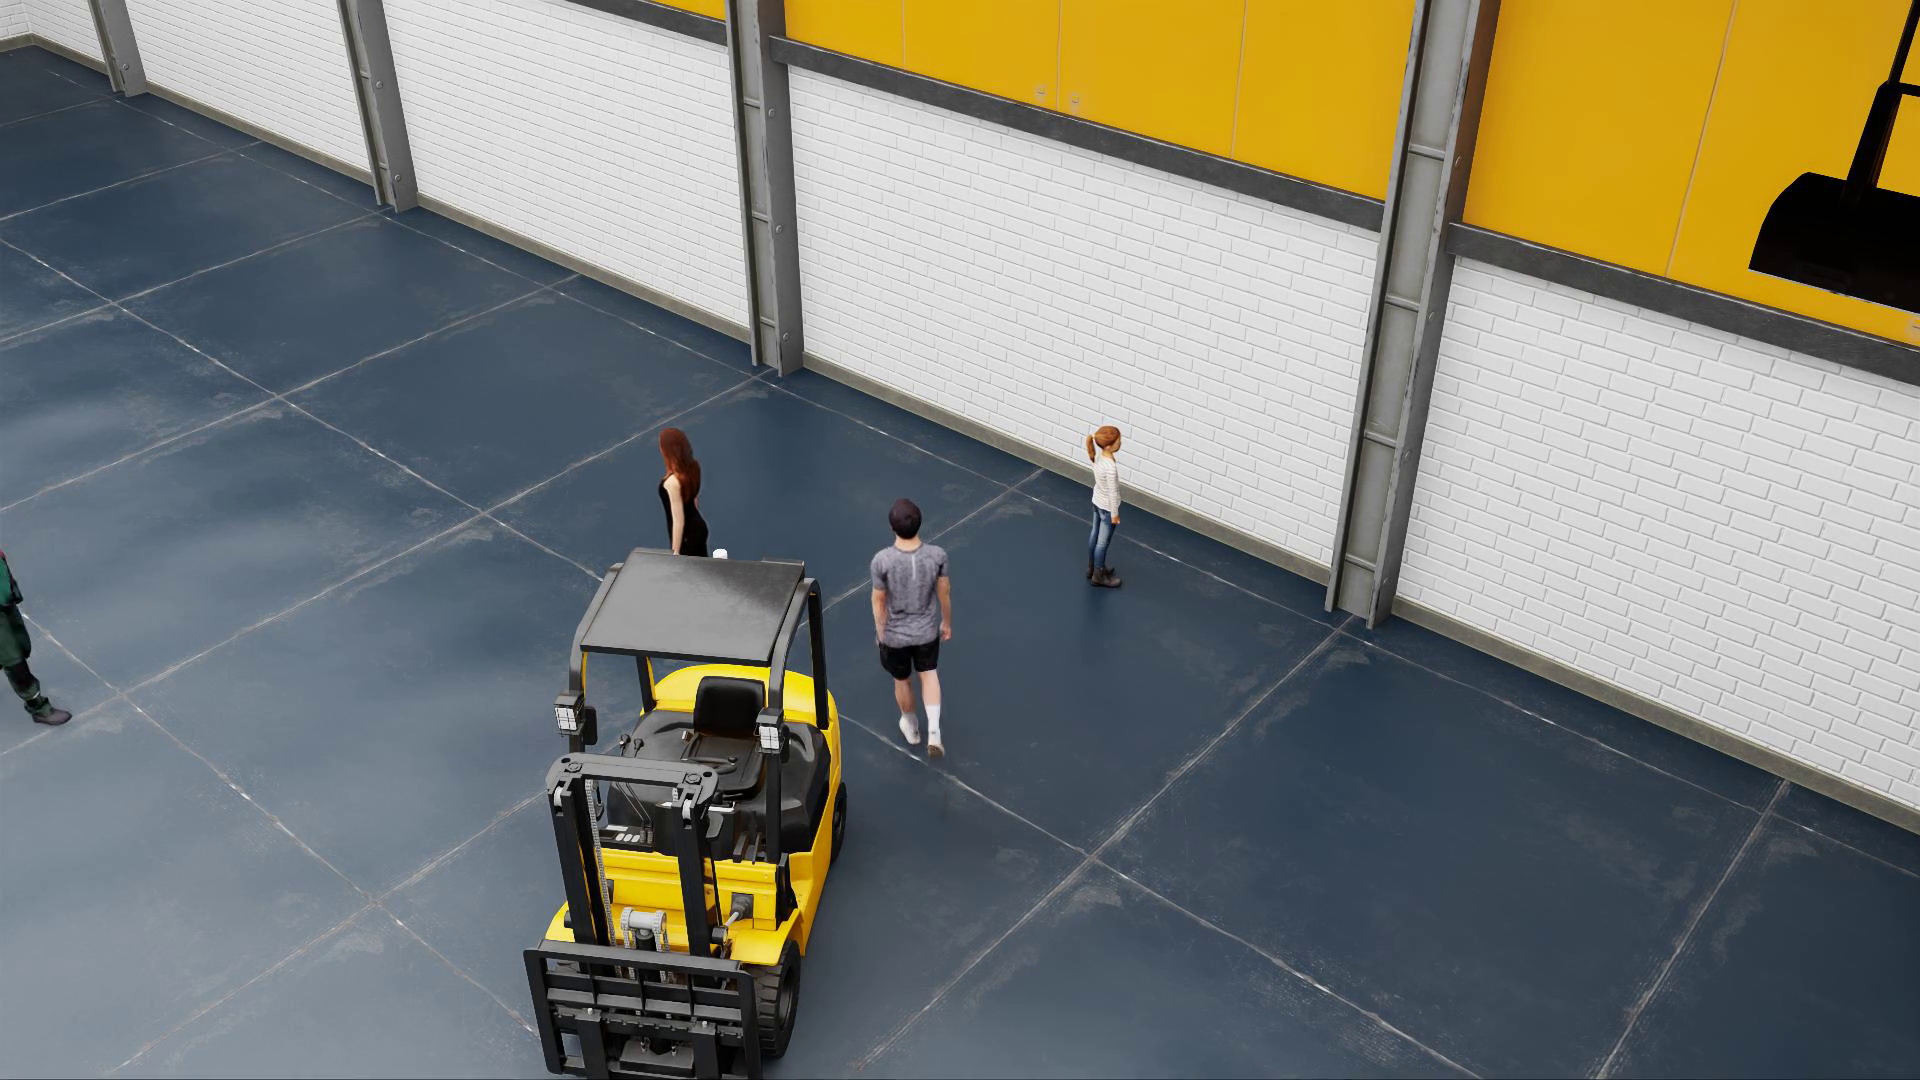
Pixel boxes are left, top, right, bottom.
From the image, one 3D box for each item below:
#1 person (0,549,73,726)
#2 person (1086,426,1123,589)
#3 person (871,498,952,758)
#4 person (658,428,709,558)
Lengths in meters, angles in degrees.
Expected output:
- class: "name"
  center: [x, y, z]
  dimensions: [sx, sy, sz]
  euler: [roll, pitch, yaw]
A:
- class: "person"
  center: [-6.307, 0.425, 10.666]
  dimensions: [1.174, 1.818, 1.009]
  euler: [6, 34, 9]
- class: "person"
  center: [1.051, -0.253, 12.139]
  dimensions: [0.623, 1.316, 0.555]
  euler: [-8, 35, -12]
- class: "person"
  center: [-0.298, 0.615, 10.346]
  dimensions: [0.928, 1.856, 1.025]
  euler: [-8, 34, -11]
- class: "person"
  center: [-1.863, -0.015, 11.413]
  dimensions: [0.653, 1.724, 0.653]
  euler: [8, 34, 11]
